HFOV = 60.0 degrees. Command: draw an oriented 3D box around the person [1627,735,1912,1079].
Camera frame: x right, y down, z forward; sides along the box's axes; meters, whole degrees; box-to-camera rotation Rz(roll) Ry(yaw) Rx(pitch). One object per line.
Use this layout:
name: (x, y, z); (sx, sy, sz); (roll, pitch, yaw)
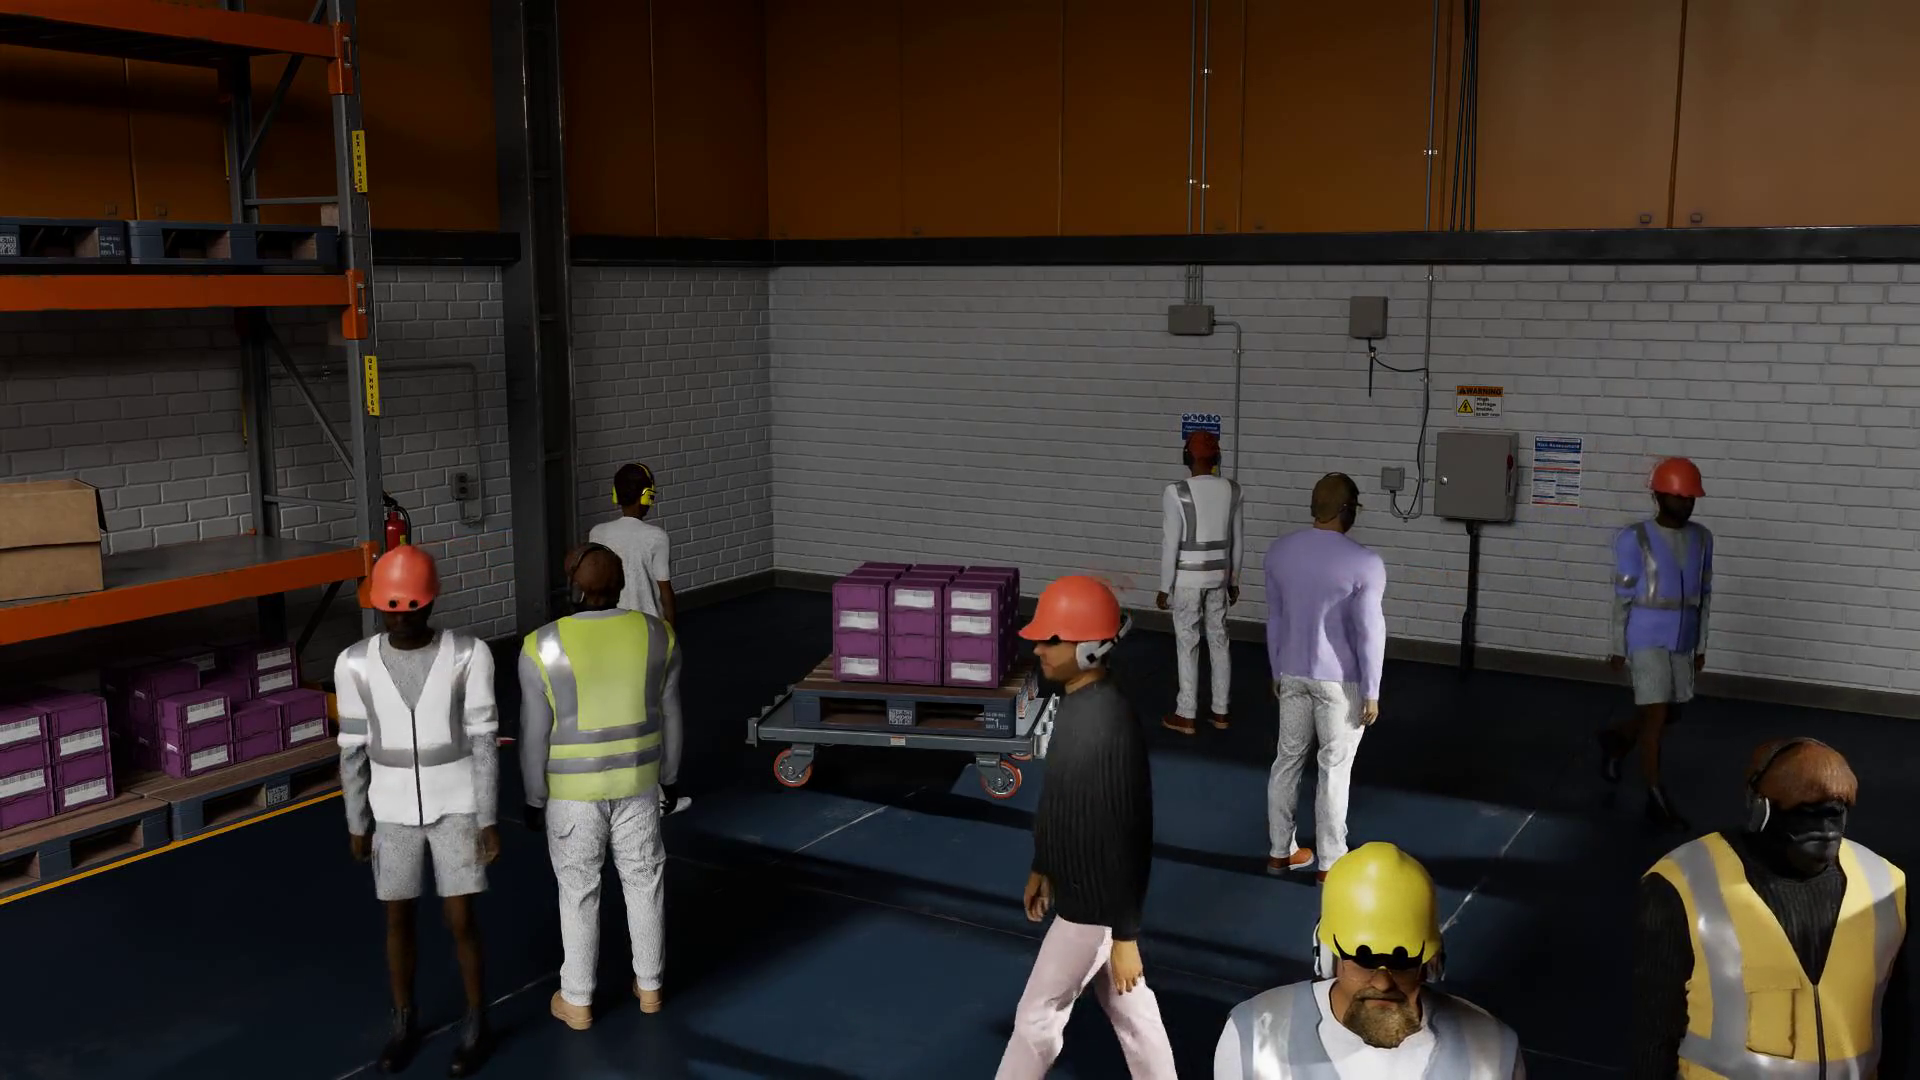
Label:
person: (1.828, 1.330, 3.782); (0.621, 1.835, 0.430); (0, 9, -1)

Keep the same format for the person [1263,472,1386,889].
person: (1.682, 0.649, 7.718); (0.627, 1.933, 0.356); (9, 13, 43)

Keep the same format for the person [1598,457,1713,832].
person: (3.634, 0.498, 8.737); (0.548, 1.915, 0.807); (-2, 9, -14)

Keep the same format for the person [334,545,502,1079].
person: (-1.898, 0.963, 5.862); (0.561, 1.922, 0.450); (-1, 9, -9)

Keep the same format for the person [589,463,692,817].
person: (-1.676, 0.525, 8.698); (0.509, 1.865, 0.329); (3, 10, 19)

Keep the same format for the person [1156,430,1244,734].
person: (1.487, 0.257, 10.303); (0.584, 1.882, 0.339); (-4, 10, -24)

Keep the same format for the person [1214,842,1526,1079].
person: (0.741, 1.440, 3.077); (0.586, 1.833, 0.403); (0, 9, 3)

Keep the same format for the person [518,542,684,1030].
person: (-1.356, 0.919, 6.297); (0.632, 1.846, 0.429); (-5, 10, -28)

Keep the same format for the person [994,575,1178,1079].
person: (0.278, 1.068, 5.039); (0.988, 1.942, 0.652); (-1, 9, -3)
